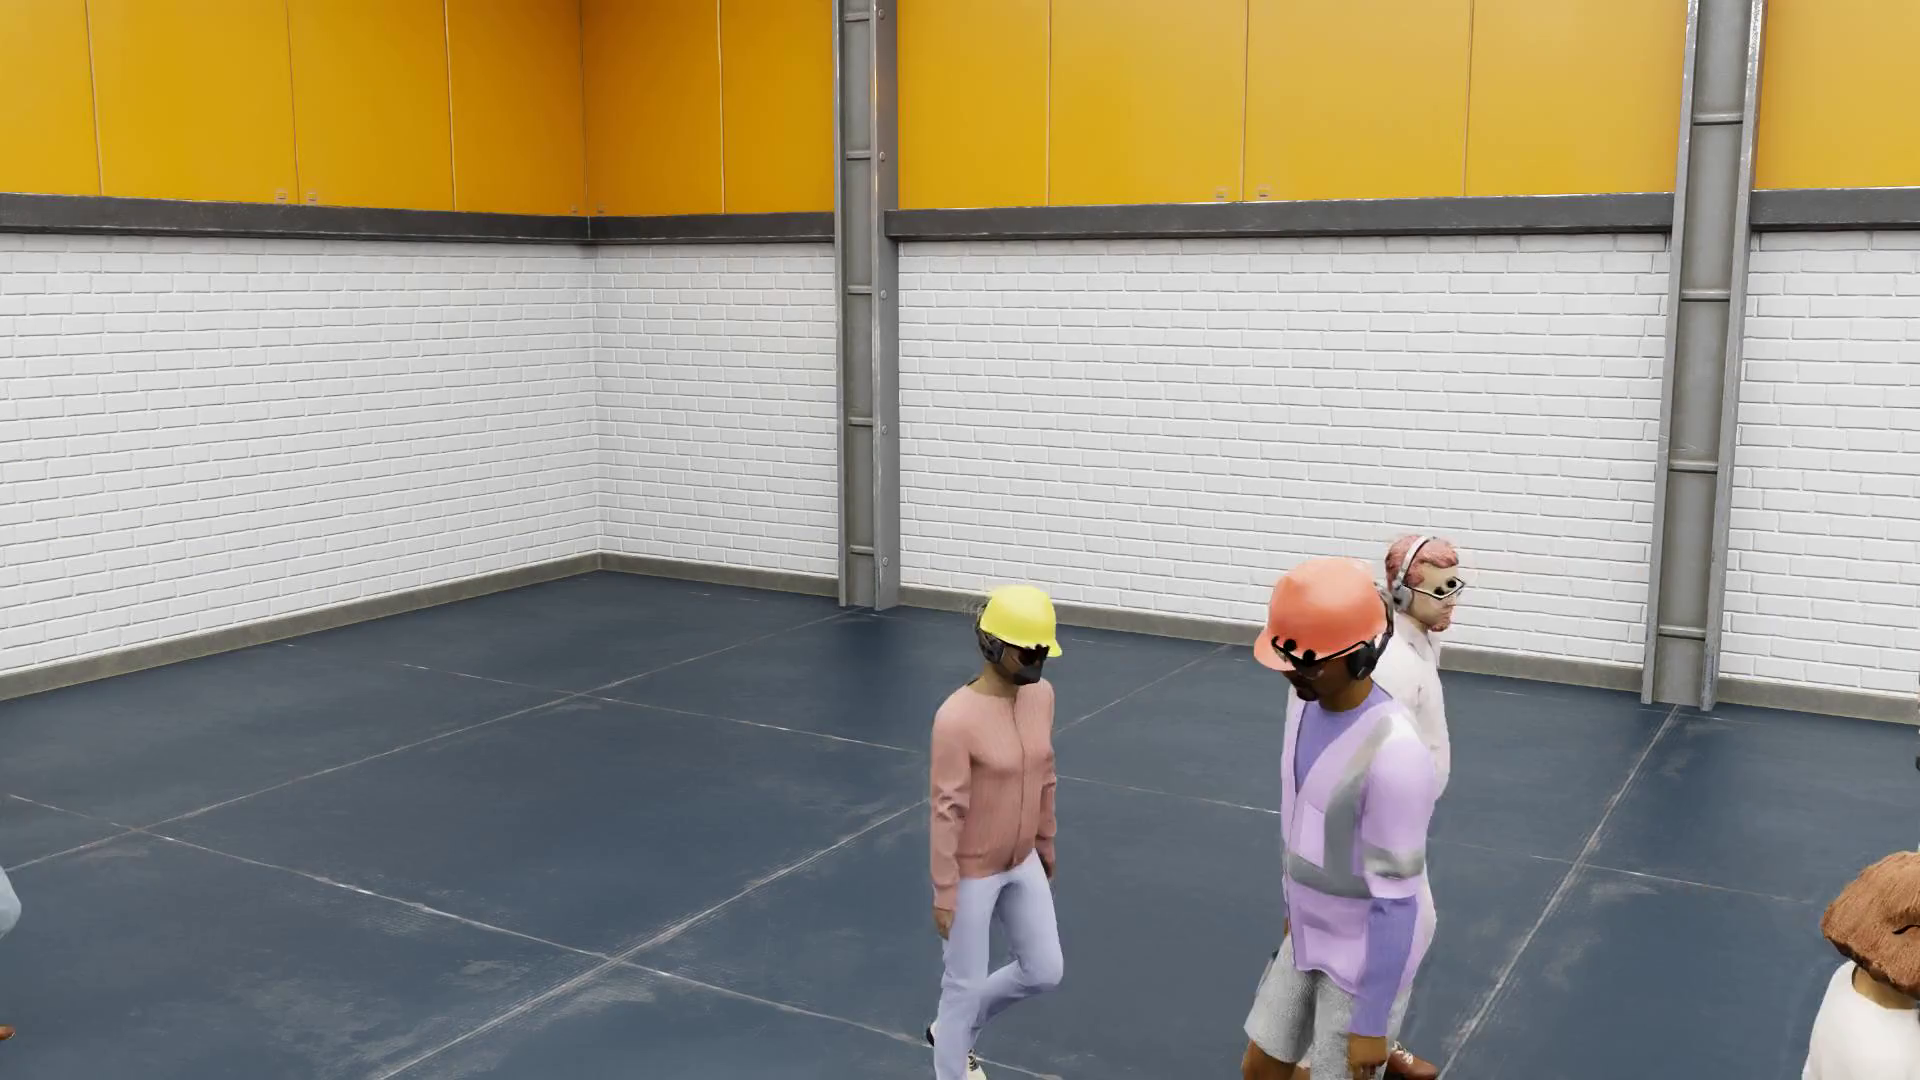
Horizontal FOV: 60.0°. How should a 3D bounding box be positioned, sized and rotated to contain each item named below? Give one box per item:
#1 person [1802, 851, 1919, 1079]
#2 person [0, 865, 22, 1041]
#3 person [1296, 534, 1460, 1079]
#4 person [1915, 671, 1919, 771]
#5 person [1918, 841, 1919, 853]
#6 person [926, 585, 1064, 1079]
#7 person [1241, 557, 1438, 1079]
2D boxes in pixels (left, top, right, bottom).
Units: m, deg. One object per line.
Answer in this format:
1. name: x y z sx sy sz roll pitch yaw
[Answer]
1. person: 1.732 1.363 3.088 0.816 1.591 0.535 6 11 33
2. person: -3.364 0.952 5.579 0.352 1.620 0.528 -6 11 -32
3. person: 1.282 0.890 5.213 0.655 1.866 0.663 3 10 19
4. person: 3.977 0.778 6.621 0.512 1.638 0.312 -8 12 -39
5. person: 2.551 1.057 3.863 0.642 1.966 0.634 9 13 44
6. person: 0.090 0.981 5.011 0.468 1.745 0.567 8 12 41
7. person: 0.914 1.005 4.074 0.540 2.000 0.702 -2 9 -11
